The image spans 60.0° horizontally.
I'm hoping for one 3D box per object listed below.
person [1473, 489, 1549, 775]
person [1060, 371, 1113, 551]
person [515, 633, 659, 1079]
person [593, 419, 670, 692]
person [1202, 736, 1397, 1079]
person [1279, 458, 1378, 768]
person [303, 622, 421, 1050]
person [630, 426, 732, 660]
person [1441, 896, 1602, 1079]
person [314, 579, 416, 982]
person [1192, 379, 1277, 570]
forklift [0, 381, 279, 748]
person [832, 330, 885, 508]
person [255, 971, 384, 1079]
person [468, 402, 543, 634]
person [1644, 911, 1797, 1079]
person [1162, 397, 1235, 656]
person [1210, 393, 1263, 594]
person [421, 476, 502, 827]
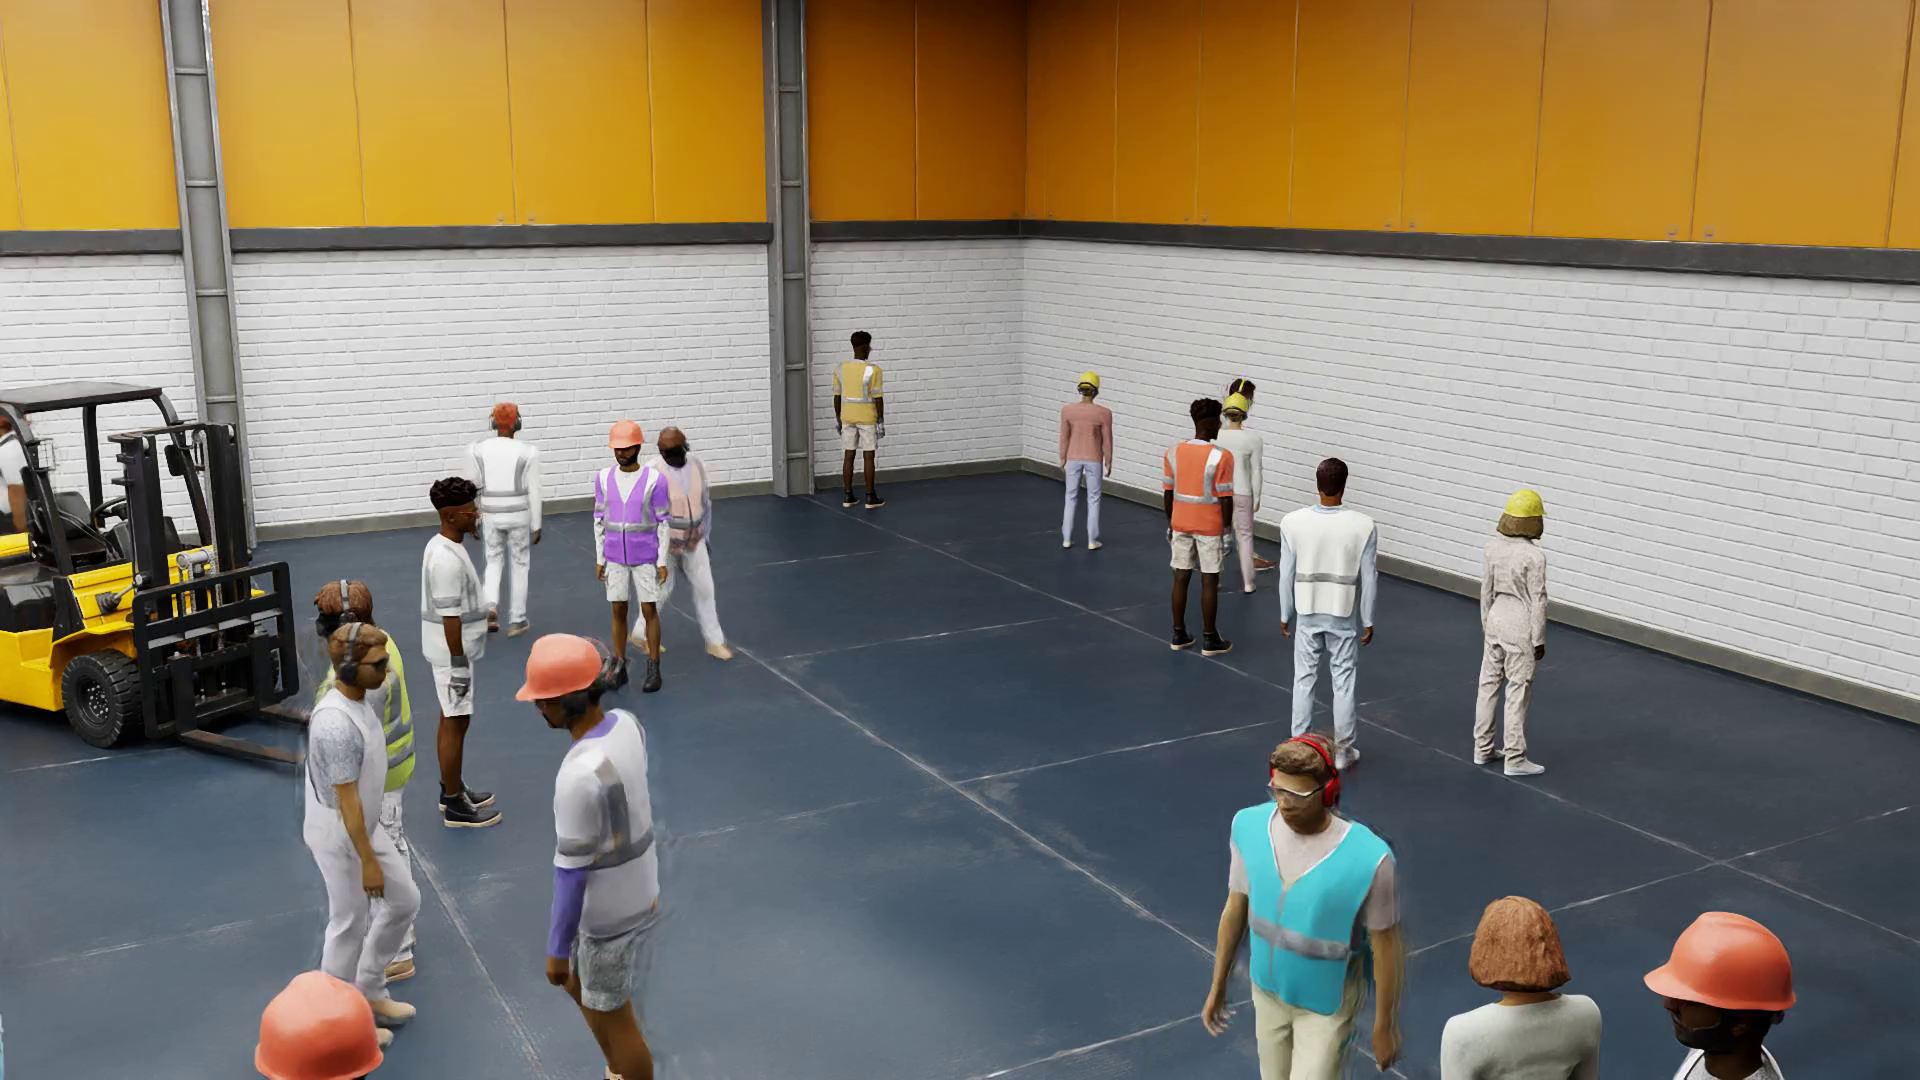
[{"bbox_3d":[3.364,0.552,10.079,0.295,1.744,0.488,-6,14,-27],"label":"person"},{"bbox_3d":[1.236,-0.772,16.260,0.533,1.757,0.342,4,13,17],"label":"person"},{"bbox_3d":[-1.316,1.297,5.939,0.591,2.016,0.631,1,12,5],"label":"person"},{"bbox_3d":[-2.306,0.113,11.675,0.542,1.939,0.359,1,12,7],"label":"person"},{"bbox_3d":[1.114,1.504,5.421,0.455,1.824,0.599,-12,17,-43],"label":"person"},{"bbox_3d":[2.233,0.453,10.140,0.590,1.915,0.392,4,13,18],"label":"person"},{"bbox_3d":[-2.446,1.220,6.763,0.493,1.819,0.520,-2,12,-8],"label":"person"},{"bbox_3d":[-2.155,0.020,12.485,0.656,1.800,0.682,-11,16,-42],"label":"person"},{"bbox_3d":[1.525,1.775,4.624,0.502,1.627,0.272,-4,13,-17],"label":"person"},{"bbox_3d":[-2.663,1.069,7.458,0.431,1.835,0.623,-4,13,-16],"label":"person"},{"bbox_3d":[2.446,-0.588,15.298,0.950,1.811,0.616,-1,12,-2],"label":"person"},{"bbox_3d":[-5.853,0.085,11.199,2.313,2.155,1.214,7,14,28],"label":"forklift"},{"bbox_3d":[-1.103,-1.334,18.390,0.613,1.962,0.361,5,13,24],"label":"person"},{"bbox_3d":[-1.301,1.842,3.566,0.365,1.939,0.542,11,16,42],"label":"person"},{"bbox_3d":[-3.560,-0.148,13.041,0.582,1.873,0.537,0,12,0],"label":"person"},{"bbox_3d":[1.716,1.779,3.865,0.358,1.938,0.542,2,12,8],"label":"person"},{"bbox_3d":[1.818,-0.106,12.639,0.608,1.963,0.370,10,16,39],"label":"person"},{"bbox_3d":[2.380,-0.405,14.531,0.524,1.757,0.345,4,13,18],"label":"person"},{"bbox_3d":[-2.804,0.612,9.270,0.367,1.964,0.609,-4,13,-18],"label":"person"}]
